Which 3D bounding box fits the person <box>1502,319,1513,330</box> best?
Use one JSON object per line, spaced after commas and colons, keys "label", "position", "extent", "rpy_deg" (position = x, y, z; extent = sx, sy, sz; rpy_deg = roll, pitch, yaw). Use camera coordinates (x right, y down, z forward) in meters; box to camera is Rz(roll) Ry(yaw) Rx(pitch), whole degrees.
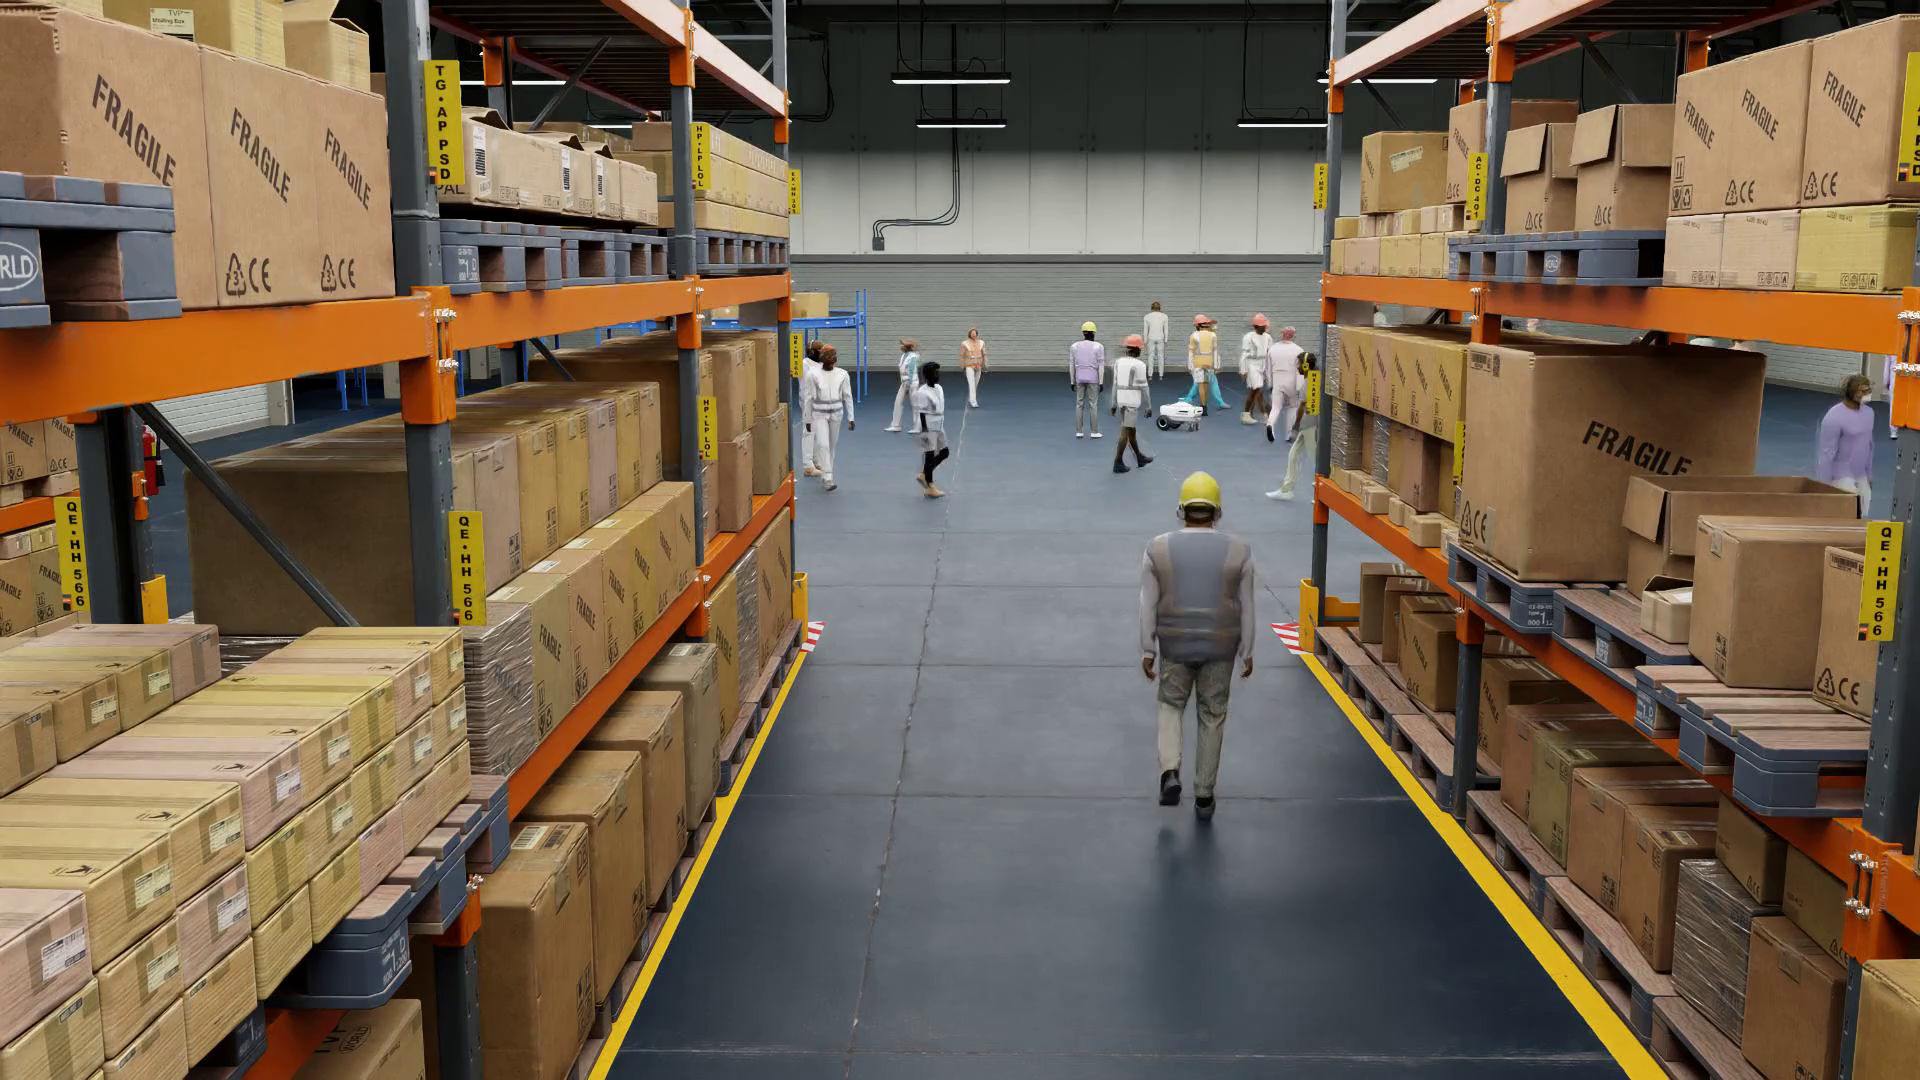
{"label": "person", "position": [12.044, -3.995, 36.390], "extent": [0.794, 1.667, 0.533], "rpy_deg": [6, 11, 34]}

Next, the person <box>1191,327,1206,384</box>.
{"label": "person", "position": [5.370, -4.101, 37.123], "extent": [0.538, 1.623, 0.432], "rpy_deg": [7, 12, 35]}

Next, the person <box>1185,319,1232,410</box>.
{"label": "person", "position": [4.891, -3.471, 32.929], "extent": [1.034, 1.795, 0.575], "rpy_deg": [5, 11, 26]}

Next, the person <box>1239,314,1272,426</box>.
{"label": "person", "position": [5.366, -3.028, 29.639], "extent": [0.717, 1.980, 0.925], "rpy_deg": [-8, 12, -39]}

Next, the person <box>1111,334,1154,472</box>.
{"label": "person", "position": [2.462, -1.914, 23.242], "extent": [0.946, 1.890, 0.568], "rpy_deg": [-7, 12, -36]}

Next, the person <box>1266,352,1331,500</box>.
{"label": "person", "position": [4.245, -1.367, 20.200], "extent": [0.961, 1.832, 0.536], "rpy_deg": [4, 10, 23]}

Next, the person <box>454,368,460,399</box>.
{"label": "person", "position": [-7.012, -1.747, 22.258], "extent": [0.592, 1.894, 0.733], "rpy_deg": [-8, 12, -40]}

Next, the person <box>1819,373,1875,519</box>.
{"label": "person", "position": [7.972, -0.562, 15.076], "extent": [0.647, 1.924, 0.657], "rpy_deg": [-6, 11, -31]}

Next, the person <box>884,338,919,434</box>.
{"label": "person", "position": [-0.962, -2.601, 28.215], "extent": [0.729, 1.613, 0.518], "rpy_deg": [-5, 11, -29]}

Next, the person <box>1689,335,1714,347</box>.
{"label": "person", "position": [15.105, -3.567, 33.987], "extent": [0.521, 1.605, 0.723], "rpy_deg": [1, 10, 7]}

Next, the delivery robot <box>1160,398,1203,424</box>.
{"label": "delivery robot", "position": [3.859, -2.225, 28.964], "extent": [0.707, 0.478, 0.477], "rpy_deg": [7, 12, 35]}

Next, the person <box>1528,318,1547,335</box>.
{"label": "person", "position": [10.401, -3.072, 30.190], "extent": [0.406, 1.891, 0.665], "rpy_deg": [-5, 11, -28]}

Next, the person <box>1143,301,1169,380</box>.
{"label": "person", "position": [4.856, -4.949, 41.294], "extent": [0.632, 1.940, 0.372], "rpy_deg": [0, 9, 1]}

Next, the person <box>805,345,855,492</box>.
{"label": "person", "position": [-1.637, -1.540, 21.136], "extent": [0.600, 1.838, 0.951], "rpy_deg": [-3, 10, -19]}

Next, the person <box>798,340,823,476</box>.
{"label": "person", "position": [-1.985, -1.818, 22.830], "extent": [0.429, 1.845, 0.621], "rpy_deg": [3, 10, 17]}

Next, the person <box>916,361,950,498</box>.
{"label": "person", "position": [-0.358, -1.372, 20.606], "extent": [0.379, 1.684, 0.556], "rpy_deg": [5, 11, 28]}

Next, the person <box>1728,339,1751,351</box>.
{"label": "person", "position": [13.754, -2.863, 29.390], "extent": [0.533, 1.739, 0.760], "rpy_deg": [-2, 10, -12]}

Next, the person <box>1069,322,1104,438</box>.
{"label": "person", "position": [2.108, -2.654, 27.589], "extent": [0.589, 1.924, 0.384], "rpy_deg": [4, 10, 22]}

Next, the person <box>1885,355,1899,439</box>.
{"label": "person", "position": [15.650, -2.616, 27.504], "extent": [0.648, 1.885, 0.727], "rpy_deg": [8, 12, 40]}

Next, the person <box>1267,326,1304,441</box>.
{"label": "person", "position": [5.246, -2.514, 26.880], "extent": [0.650, 1.883, 0.810], "rpy_deg": [6, 11, 33]}

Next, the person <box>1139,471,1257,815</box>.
{"label": "person", "position": [1.245, 0.553, 8.711], "extent": [0.606, 1.821, 0.442], "rpy_deg": [2, 10, 11]}

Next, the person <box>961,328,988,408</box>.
{"label": "person", "position": [0.273, -3.488, 33.552], "extent": [0.511, 1.600, 0.852], "rpy_deg": [-3, 10, -19]}

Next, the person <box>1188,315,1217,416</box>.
{"label": "person", "position": [4.599, -3.358, 31.873], "extent": [0.556, 1.898, 0.889], "rpy_deg": [-3, 10, -15]}

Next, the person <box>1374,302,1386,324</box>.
{"label": "person", "position": [10.439, -5.052, 41.788], "extent": [0.534, 1.977, 0.621], "rpy_deg": [-6, 11, -31]}

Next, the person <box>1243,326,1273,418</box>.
{"label": "person", "position": [5.484, -3.098, 30.401], "extent": [0.774, 1.886, 0.604], "rpy_deg": [-7, 12, -38]}

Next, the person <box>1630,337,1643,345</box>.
{"label": "person", "position": [9.478, -1.923, 23.397], "extent": [0.329, 1.865, 0.516], "rpy_deg": [-3, 10, -17]}
